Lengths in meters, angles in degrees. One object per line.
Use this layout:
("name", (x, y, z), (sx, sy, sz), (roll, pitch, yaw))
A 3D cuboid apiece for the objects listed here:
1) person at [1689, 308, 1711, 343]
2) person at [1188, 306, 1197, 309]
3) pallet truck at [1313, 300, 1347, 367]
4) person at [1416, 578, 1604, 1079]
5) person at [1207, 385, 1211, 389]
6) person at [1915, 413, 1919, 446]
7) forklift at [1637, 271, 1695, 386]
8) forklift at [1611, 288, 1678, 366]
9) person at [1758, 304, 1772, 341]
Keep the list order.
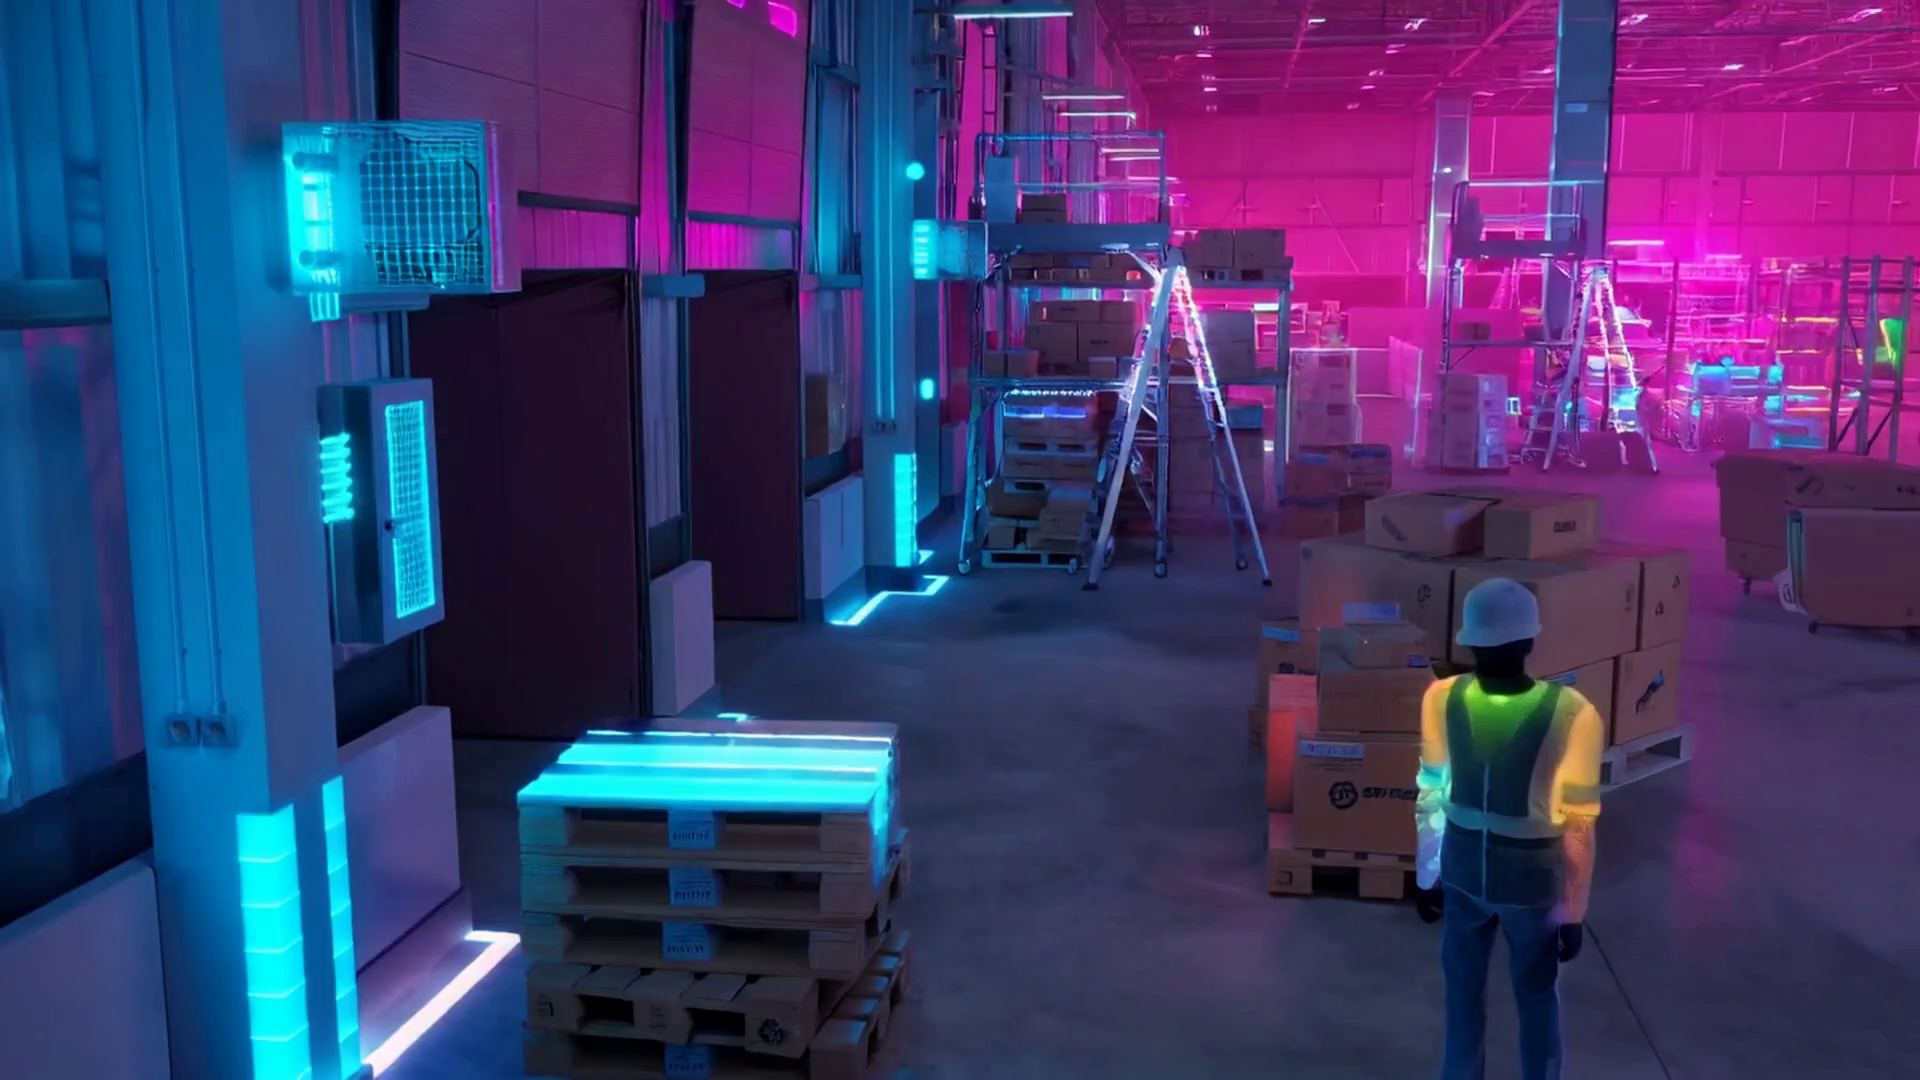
("person", (18.911, -4.976, 42.489), (0.561, 1.910, 0.918), (9, 13, 43))
("person", (6.225, -5.351, 44.704), (0.544, 1.930, 0.388), (-5, 11, -29))
("pallet truck", (11.159, -6.200, 49.718), (0.823, 1.965, 1.885), (4, 10, 26))
("person", (1.676, 1.061, 5.188), (0.584, 1.920, 0.395), (8, 12, 41))
("person", (5.212, -3.648, 35.115), (0.313, 1.634, 0.515), (-5, 10, -27))
("person", (15.717, -2.369, 26.894), (0.320, 1.739, 0.484), (8, 12, 42))
("forklift", (16.971, -5.172, 40.666), (1.129, 2.768, 1.873), (-9, 13, -43))
("forklift", (19.151, -6.161, 46.761), (1.873, 2.768, 1.129), (-3, 10, -17))
("person", (22.176, -5.544, 45.883), (0.357, 1.931, 0.630), (3, 10, 19))
